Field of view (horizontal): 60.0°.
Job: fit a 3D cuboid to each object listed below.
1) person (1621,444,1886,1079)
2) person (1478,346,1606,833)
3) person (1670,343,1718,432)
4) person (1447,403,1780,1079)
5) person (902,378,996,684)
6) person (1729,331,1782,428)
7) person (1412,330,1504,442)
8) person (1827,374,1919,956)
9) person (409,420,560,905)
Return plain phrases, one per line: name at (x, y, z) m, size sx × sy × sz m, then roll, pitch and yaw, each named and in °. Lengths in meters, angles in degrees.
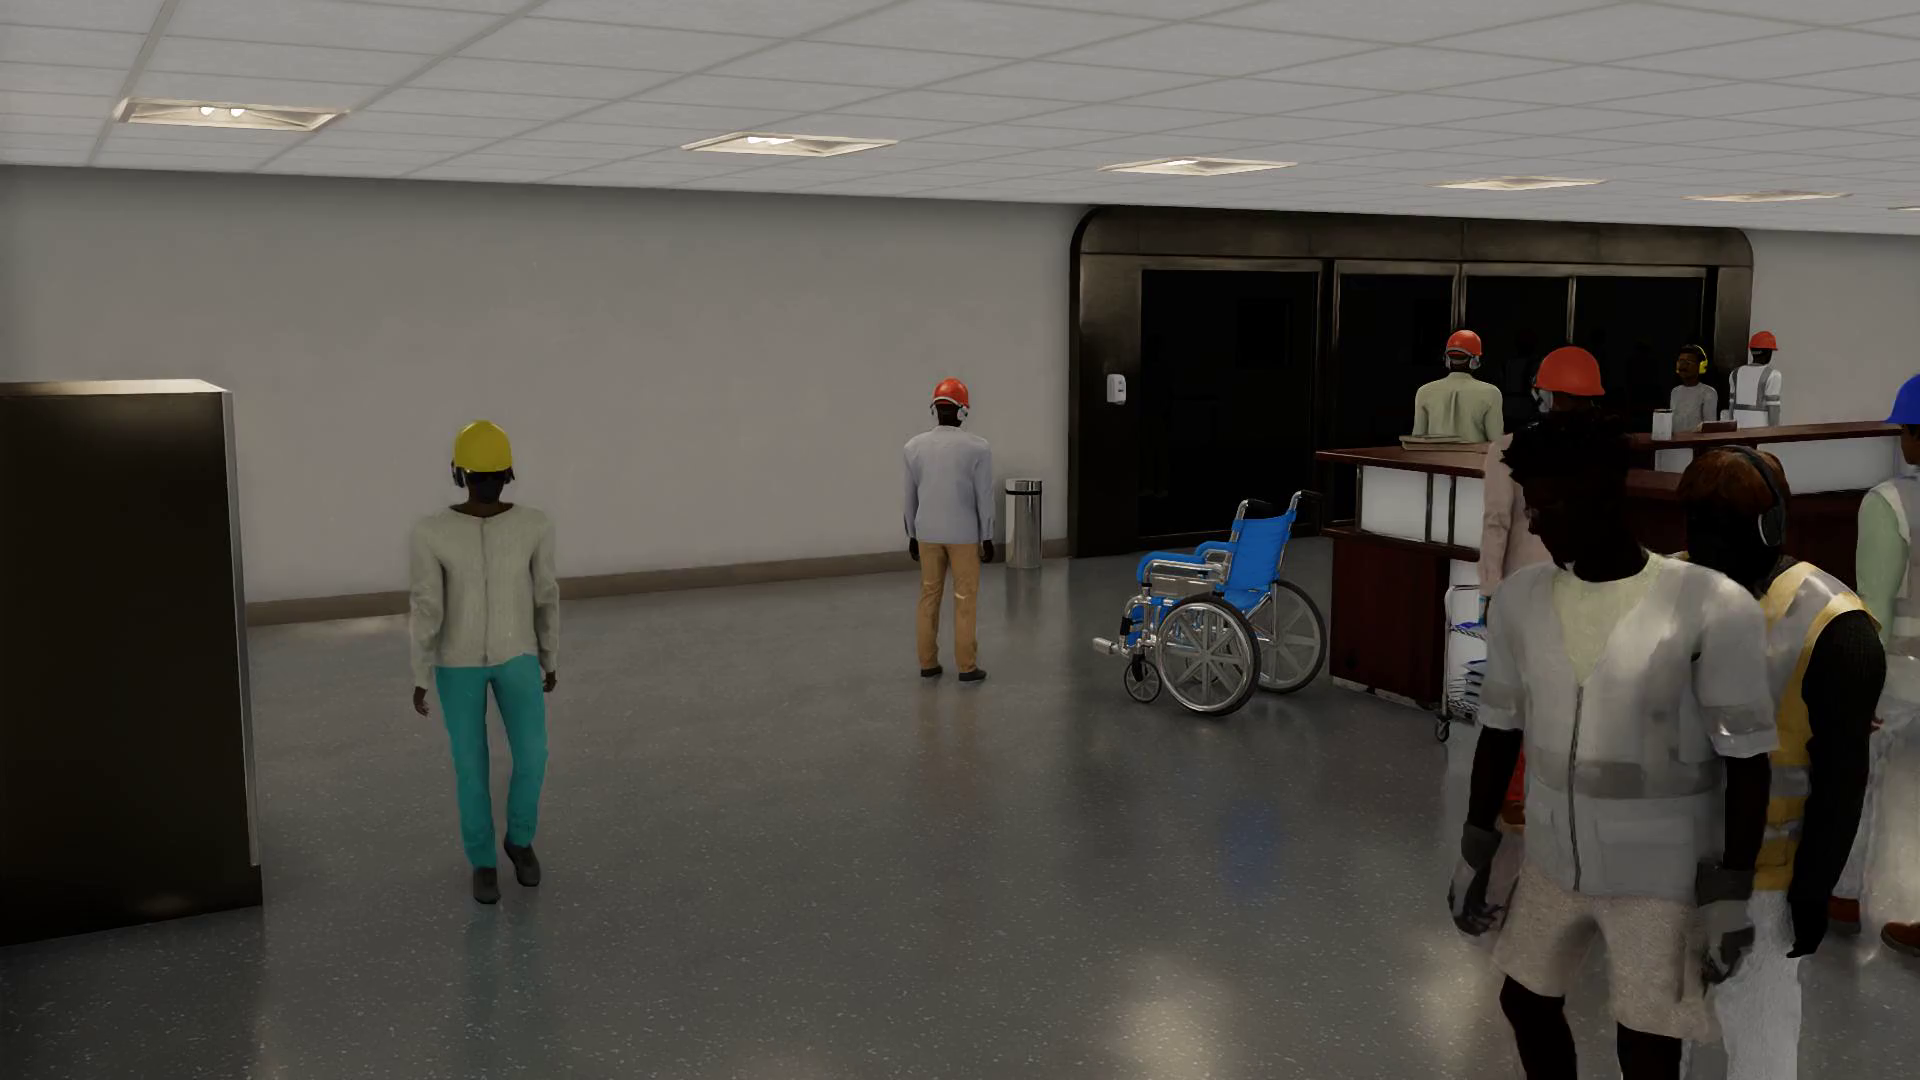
person at (1.680, 0.702, 3.733) m, size 0.429 × 1.840 × 0.624 m, roll -5°, pitch 9°, yaw -32°
person at (2.422, 0.207, 6.789) m, size 0.621 × 1.985 × 0.407 m, roll -1°, pitch 8°, yaw -10°
person at (5.597, -0.577, 12.855) m, size 0.319 × 1.876 × 0.532 m, roll -2°, pitch 8°, yaw -15°
person at (1.383, 0.673, 3.590) m, size 0.482 × 1.940 × 0.751 m, roll -6°, pitch 10°, yaw -37°
person at (-0.050, -0.053, 9.528) m, size 0.564 × 1.743 × 0.352 m, roll 4°, pitch 9°, yaw 25°
person at (7.769, -1.070, 16.247) m, size 0.392 × 1.929 × 0.546 m, roll -4°, pitch 9°, yaw -27°
person at (3.449, -0.454, 11.526) m, size 0.622 × 1.992 × 0.396 m, roll 4°, pitch 9°, yaw 28°
person at (3.123, 0.407, 5.532) m, size 0.651 × 1.922 × 0.759 m, roll -2°, pitch 8°, yaw -12°
person at (-1.684, 0.443, 5.937) m, size 0.537 × 1.749 × 0.398 m, roll -3°, pitch 9°, yaw -23°
